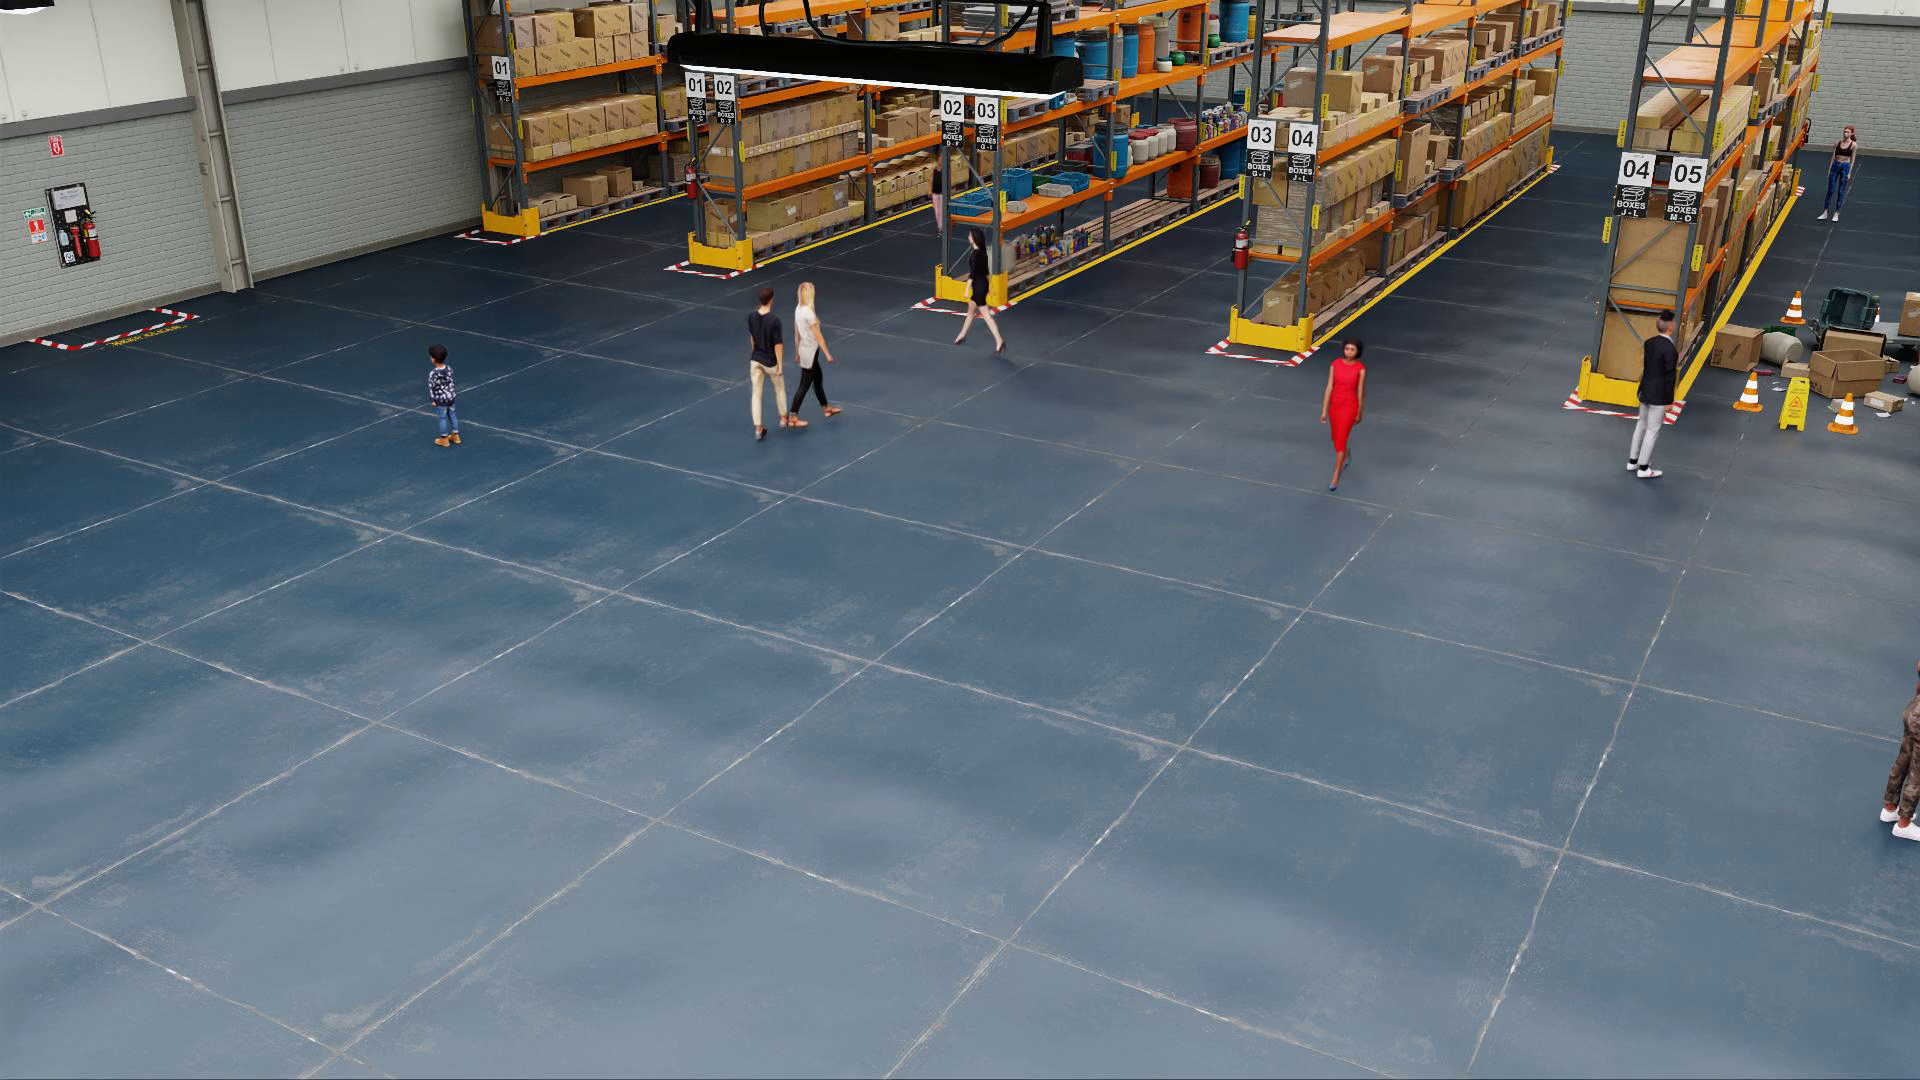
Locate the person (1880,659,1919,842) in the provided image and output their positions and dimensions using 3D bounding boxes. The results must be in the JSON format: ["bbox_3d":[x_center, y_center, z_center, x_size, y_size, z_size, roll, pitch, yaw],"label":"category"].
[{"bbox_3d":[7.028,1.364,12.115,0.711,1.698,0.598,2,23,5],"label":"person"}]

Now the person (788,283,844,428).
[{"bbox_3d":[-1.921,-2.232,20.461,1.126,1.785,0.937,-13,26,-28],"label":"person"}]

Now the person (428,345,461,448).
[{"bbox_3d":[-6.210,-1.746,20.000,0.579,1.252,0.466,17,28,35],"label":"person"}]

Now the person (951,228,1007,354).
[{"bbox_3d":[0.356,-3.454,23.375,0.785,1.753,1.097,9,25,20],"label":"person"}]

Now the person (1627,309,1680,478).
[{"bbox_3d":[7.921,-1.691,18.973,0.850,1.953,0.761,-4,23,-9],"label":"person"}]

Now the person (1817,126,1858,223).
[{"bbox_3d":[16.721,-6.968,31.599,0.615,1.784,0.633,20,30,38],"label":"person"}]

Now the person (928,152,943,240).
[{"bbox_3d":[-0.363,-6.288,30.331,0.706,1.524,1.079,6,24,14],"label":"person"}]

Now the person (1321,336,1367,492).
[{"bbox_3d":[4.333,-1.455,18.735,0.600,1.705,1.084,14,27,30],"label":"person"}]

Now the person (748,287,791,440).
[{"bbox_3d":[-2.393,-2.112,20.128,0.782,1.825,1.025,7,24,16],"label":"person"}]
